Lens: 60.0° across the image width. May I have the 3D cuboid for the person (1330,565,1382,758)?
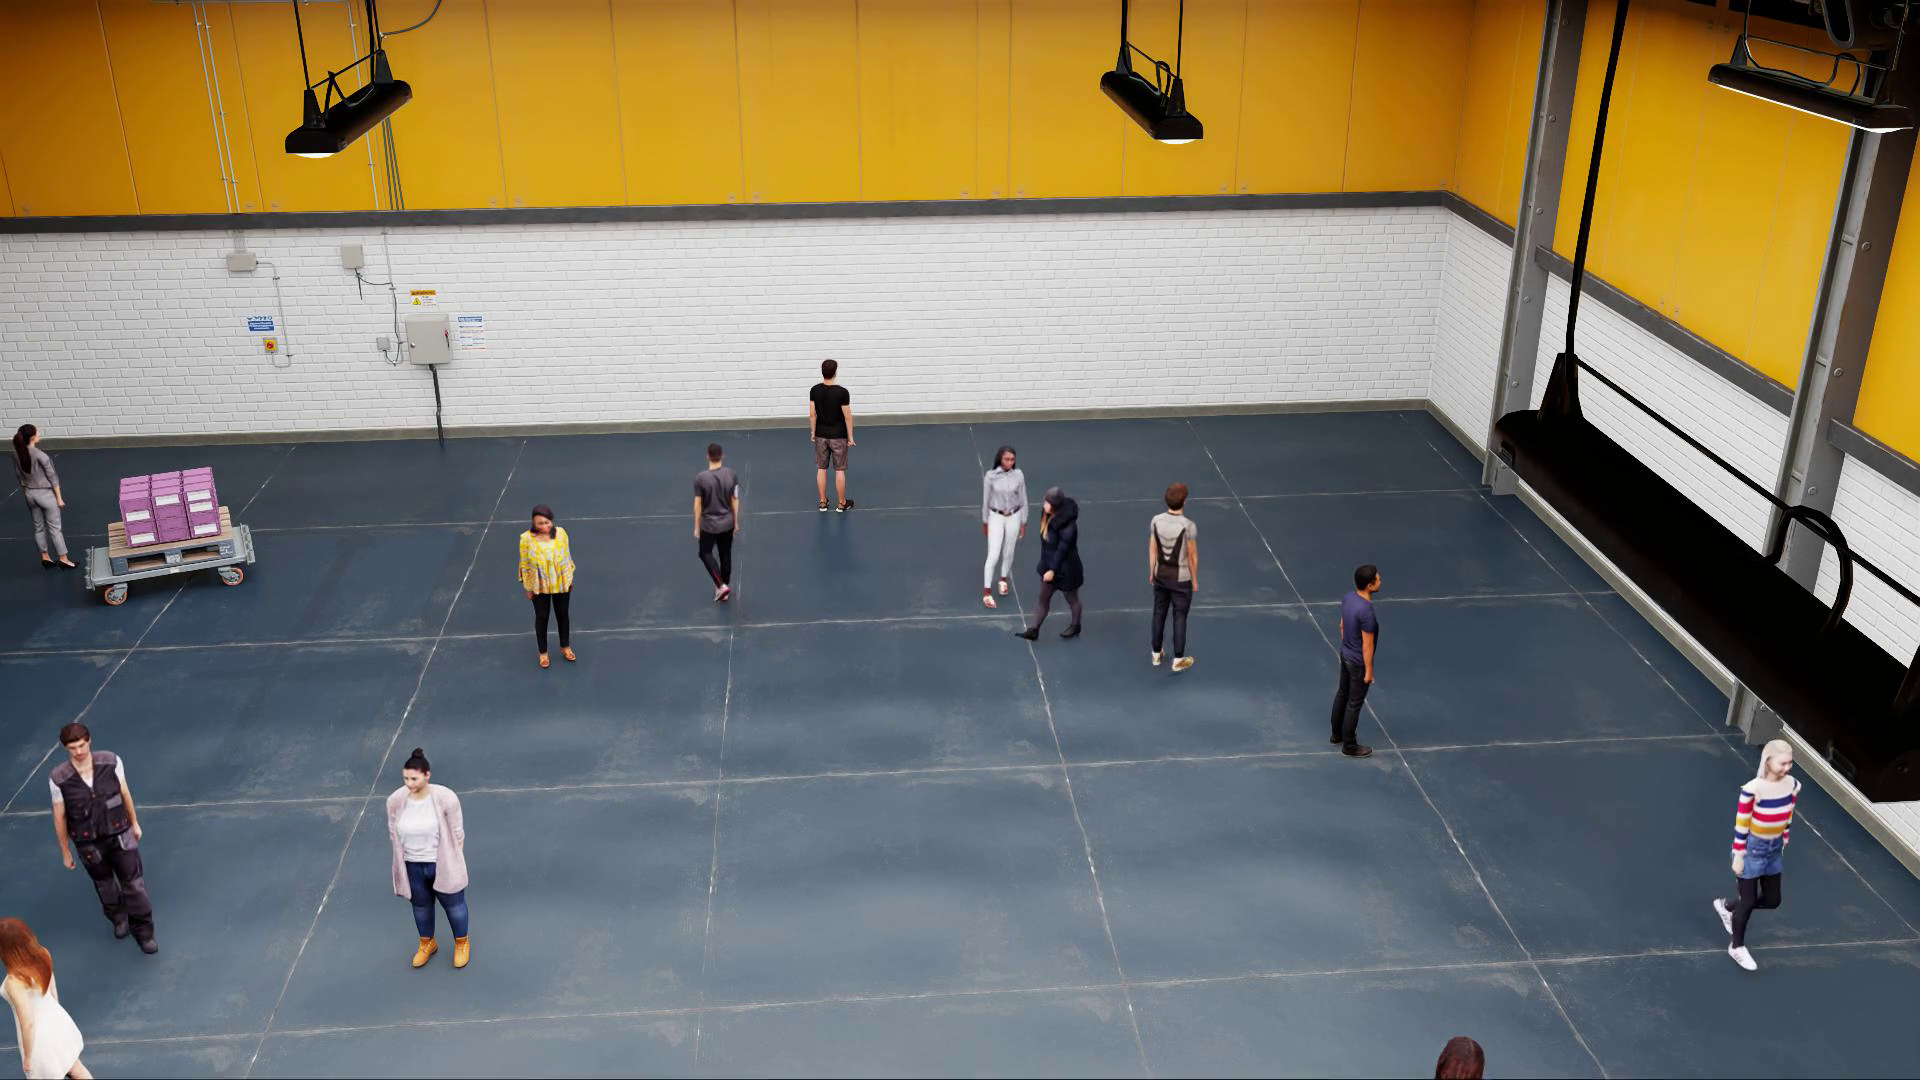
[{"bbox_3d":[3.449,1.034,14.510,0.737,1.793,0.517,-6,24,-13],"label":"person"}]

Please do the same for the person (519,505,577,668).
[{"bbox_3d":[-3.969,0.426,16.075,0.856,1.654,0.903,-14,27,-29],"label":"person"}]

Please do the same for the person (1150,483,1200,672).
[{"bbox_3d":[2.040,0.348,15.957,0.725,1.892,0.739,13,27,26],"label":"person"}]

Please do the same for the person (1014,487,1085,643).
[{"bbox_3d":[1.075,0.253,16.490,0.956,1.638,1.034,-12,26,-25],"label":"person"}]

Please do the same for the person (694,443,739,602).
[{"bbox_3d":[-2.495,-0.129,17.223,0.823,1.751,0.921,-12,26,-26],"label":"person"}]

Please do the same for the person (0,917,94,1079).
[{"bbox_3d":[-5.559,3.002,10.114,0.634,1.709,0.495,0,24,1],"label":"person"}]

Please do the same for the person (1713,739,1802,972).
[{"bbox_3d":[5.639,2.185,11.871,0.726,1.798,0.828,-7,24,-15],"label":"person"}]

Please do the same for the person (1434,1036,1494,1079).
[{"bbox_3d":[2.633,3.433,9.007,0.734,1.806,0.685,-10,26,-22],"label":"person"}]

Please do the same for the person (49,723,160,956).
[{"bbox_3d":[-6.228,2.094,12.045,0.943,1.825,1.064,-15,28,-31],"label":"person"}]

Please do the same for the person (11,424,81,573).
[{"bbox_3d":[-9.974,-0.453,18.054,0.688,1.680,0.685,5,24,12],"label":"person"}]

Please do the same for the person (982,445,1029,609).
[{"bbox_3d":[0.463,-0.192,17.439,0.619,1.693,0.804,-1,24,-2],"label":"person"}]

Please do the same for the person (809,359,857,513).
[{"bbox_3d":[-1.535,-1.239,19.627,0.750,1.860,0.681,5,24,12],"label":"person"}]

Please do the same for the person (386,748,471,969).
[{"bbox_3d":[-3.749,2.249,11.793,0.704,1.743,0.645,0,24,1],"label":"person"}]
